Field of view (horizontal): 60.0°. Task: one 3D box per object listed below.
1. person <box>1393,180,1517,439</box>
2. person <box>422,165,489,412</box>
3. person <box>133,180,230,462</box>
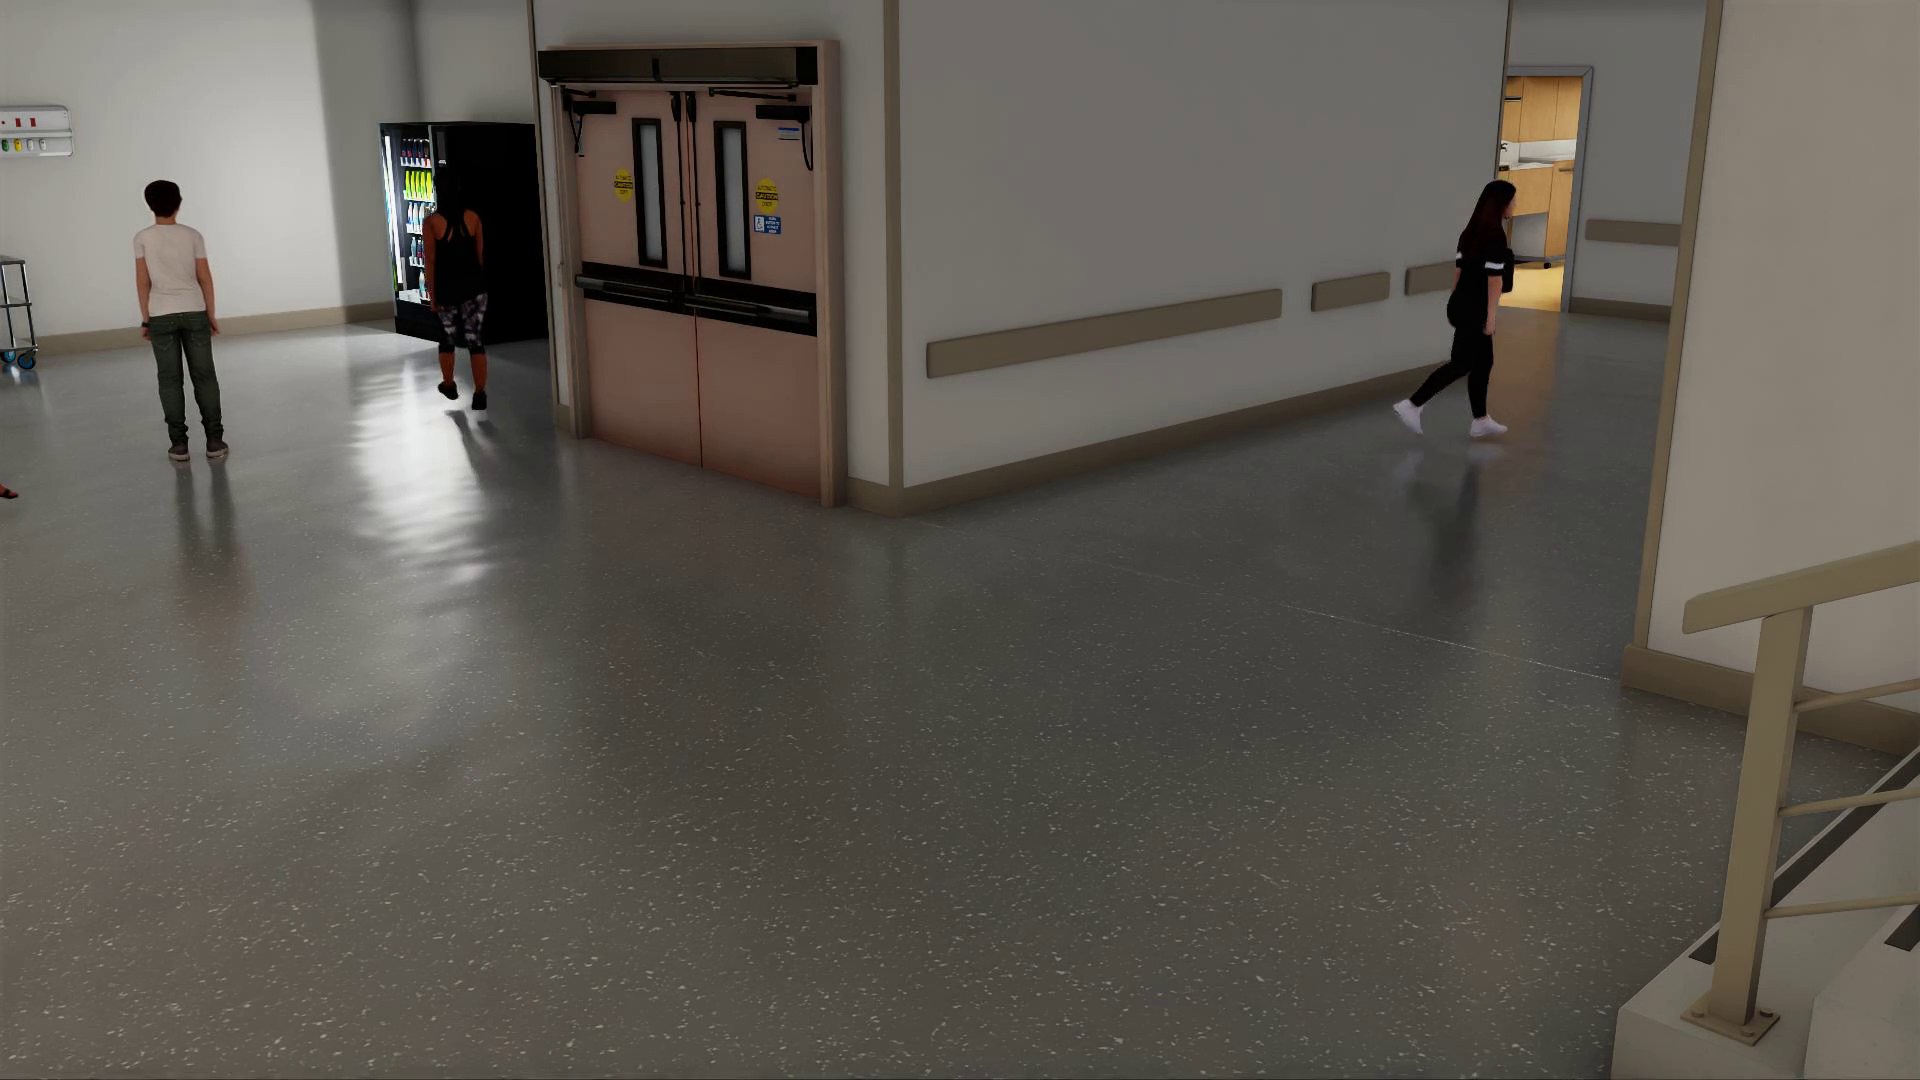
[{"bbox_3d":[3.110,-1.396,10.327,1.043,1.606,1.067,-3,16,-10],"label":"person"},{"bbox_3d":[-3.341,-1.654,11.207,0.812,1.624,1.181,-8,18,-27],"label":"person"},{"bbox_3d":[-4.673,-1.313,9.942,0.649,1.654,0.631,-8,18,-26],"label":"person"}]
